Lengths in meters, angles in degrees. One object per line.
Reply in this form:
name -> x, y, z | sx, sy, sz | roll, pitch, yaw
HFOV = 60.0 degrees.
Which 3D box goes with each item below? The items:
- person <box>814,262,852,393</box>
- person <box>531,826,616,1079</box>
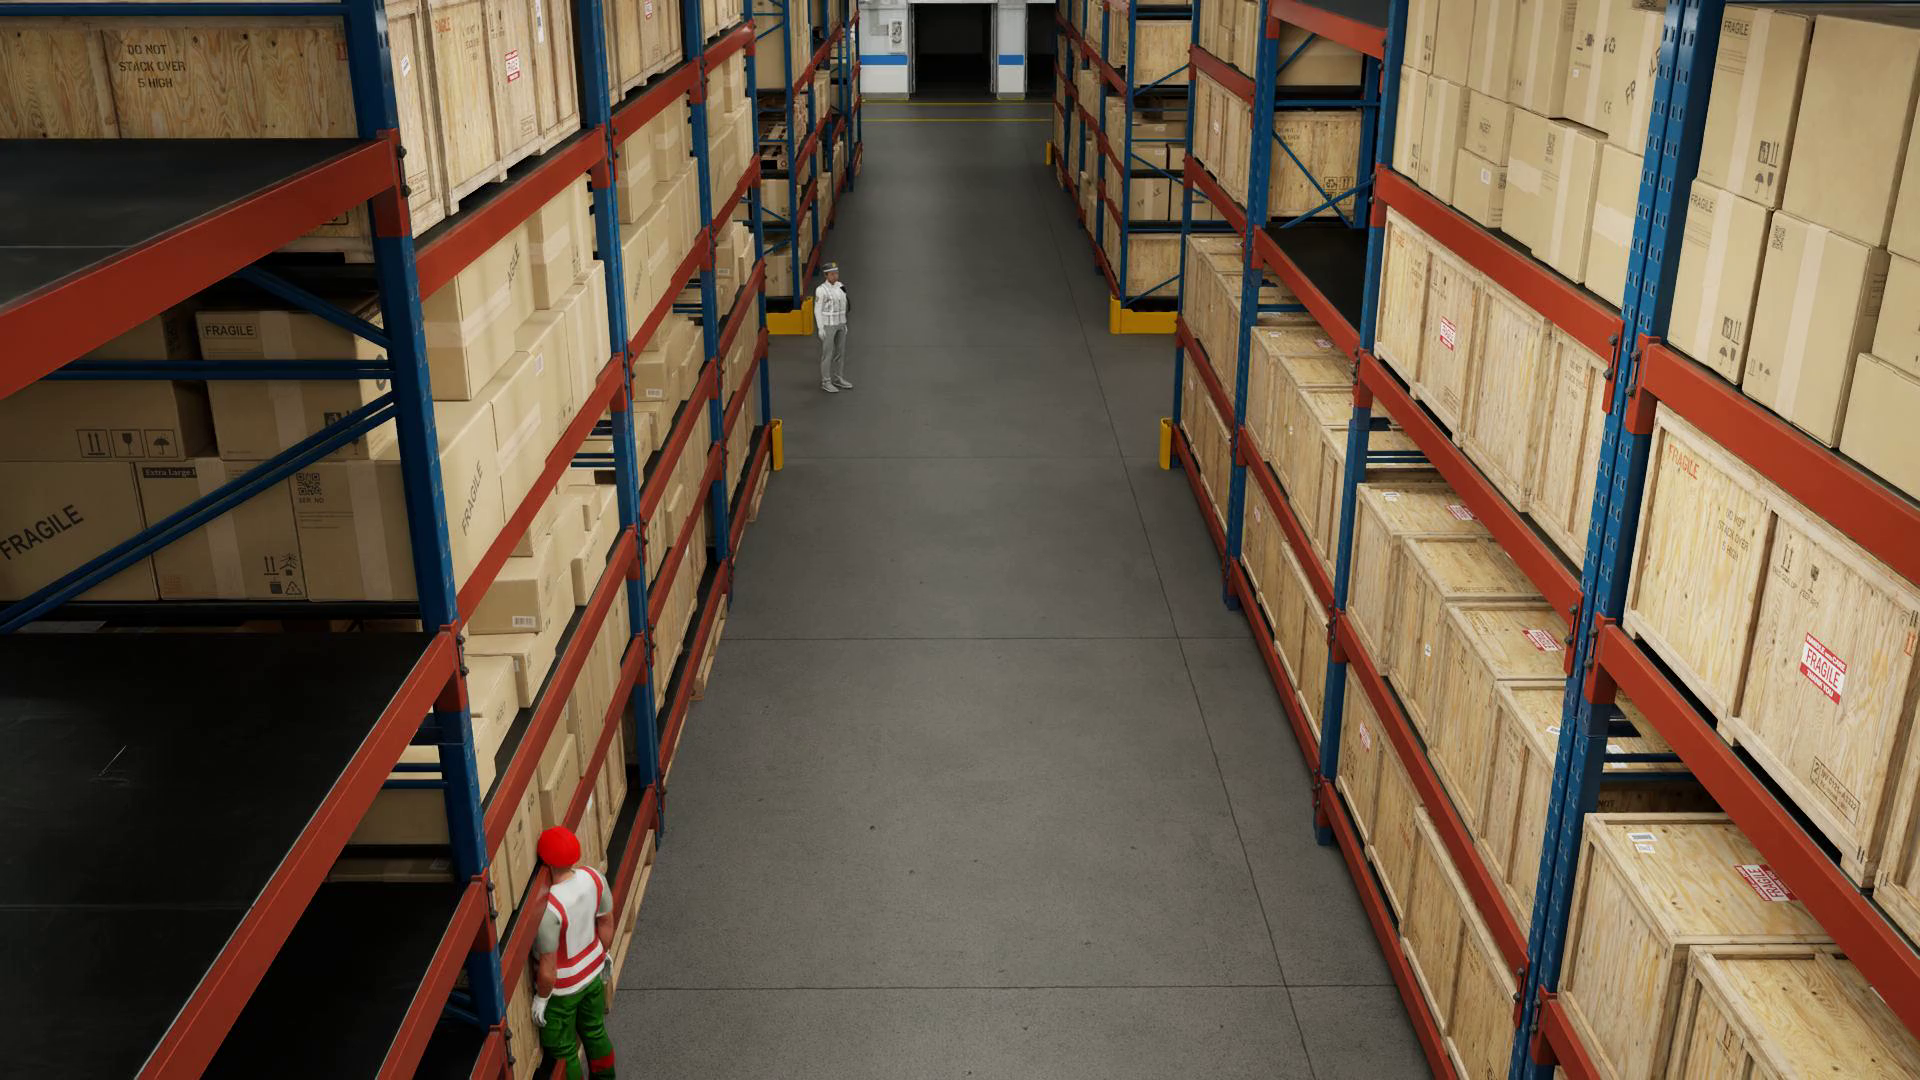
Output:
person -> -1.644, -2.797, 21.710 | 0.349, 1.690, 0.469 | 19, 28, 39
person -> -2.064, 2.279, 8.697 | 0.370, 1.795, 0.544 | 11, 24, 27
